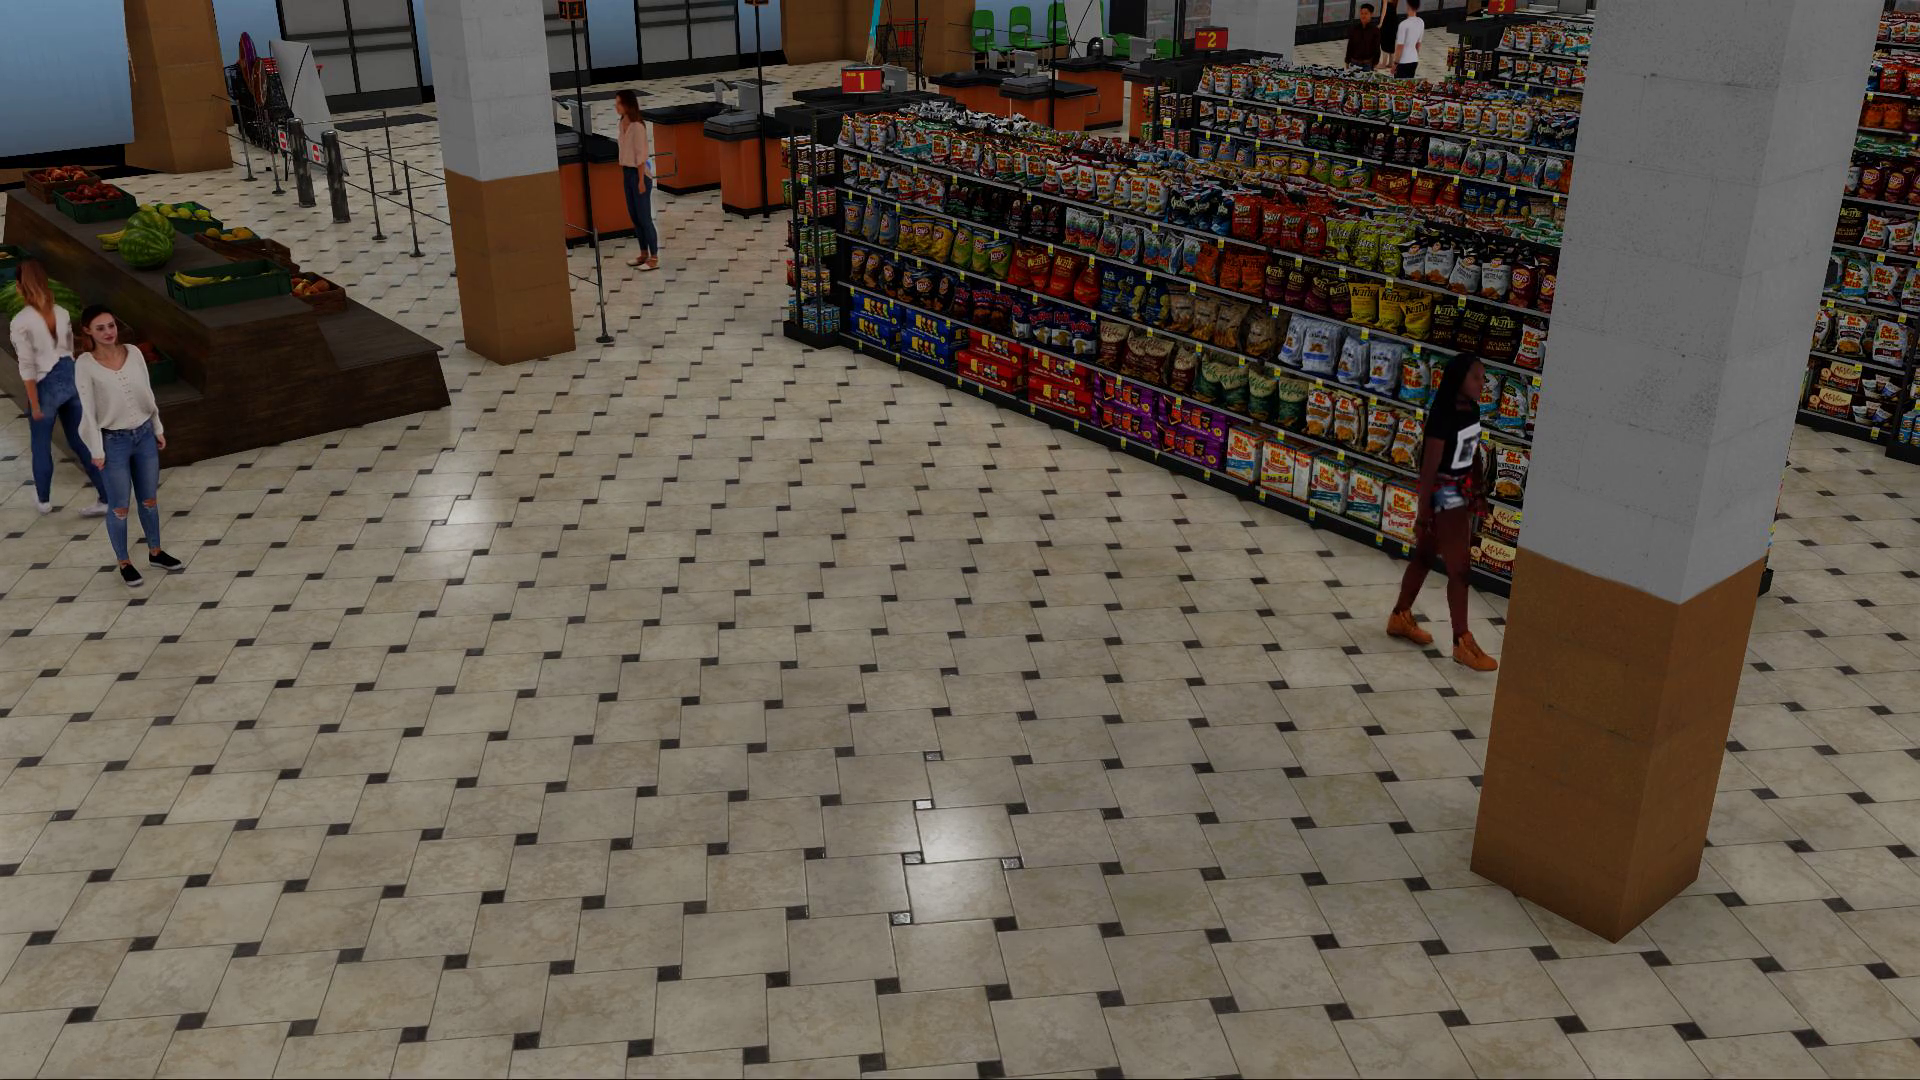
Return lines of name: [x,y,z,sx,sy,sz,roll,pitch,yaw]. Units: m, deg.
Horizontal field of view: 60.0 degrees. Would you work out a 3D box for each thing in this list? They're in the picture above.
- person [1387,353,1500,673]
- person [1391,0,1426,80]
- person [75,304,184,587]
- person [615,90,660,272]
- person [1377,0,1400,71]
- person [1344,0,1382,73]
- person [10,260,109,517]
person: [2.526,-0.195,8.989,0.989,1.704,0.738,16,28,32]
person: [6.562,-7.023,24.406,0.670,1.854,0.567,-17,29,-33]
person: [-4.963,-0.576,9.876,0.642,1.691,0.682,15,28,31]
person: [-3.236,-3.616,16.703,0.648,1.787,0.477,-17,29,-33]
person: [7.741,-9.332,29.967,0.555,1.625,0.561,-18,29,-35]
person: [5.831,-6.866,24.138,0.608,1.781,0.780,12,26,25]
person: [-5.727,-0.921,10.648,1.006,1.703,0.879,6,24,13]
